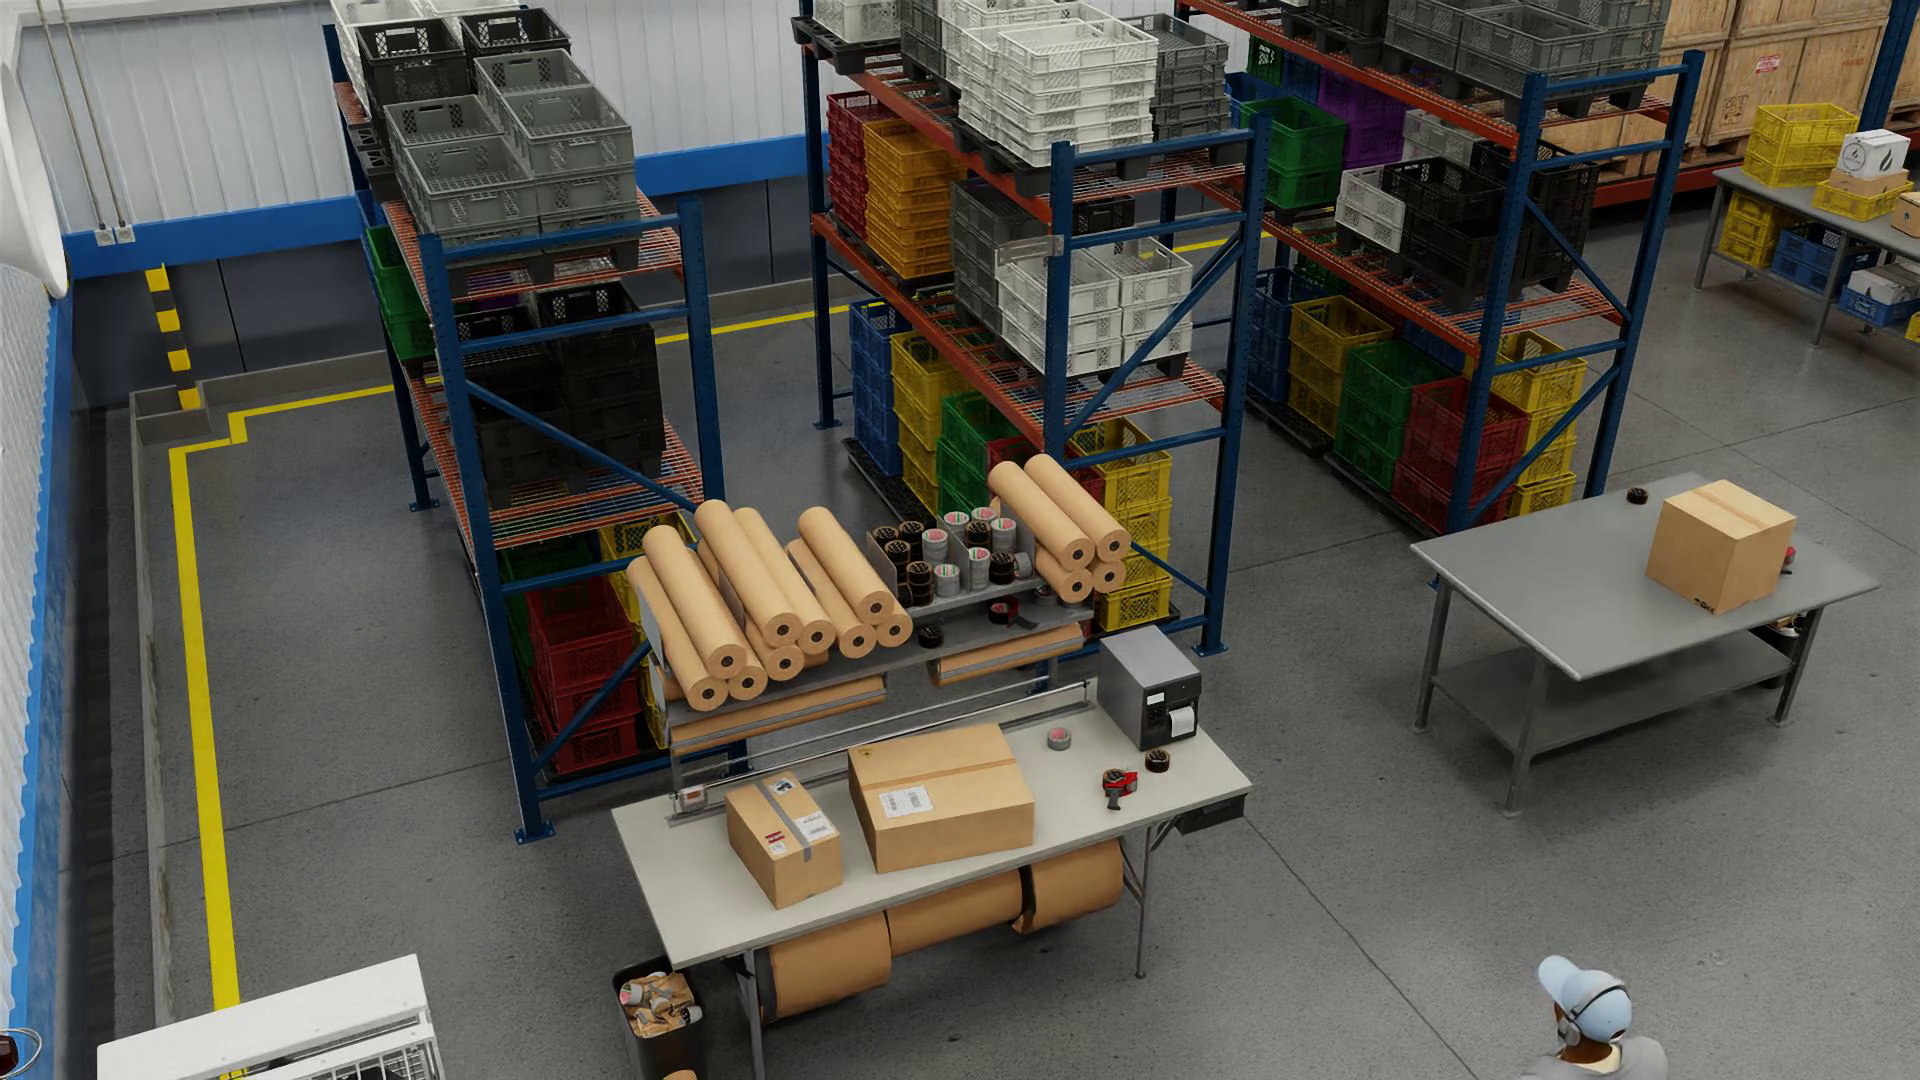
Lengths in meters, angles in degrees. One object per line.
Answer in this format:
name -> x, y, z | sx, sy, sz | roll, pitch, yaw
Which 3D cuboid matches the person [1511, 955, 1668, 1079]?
person -> 1.819, 2.015, 5.189 | 0.588, 1.852, 0.372 | -13, 34, -20
